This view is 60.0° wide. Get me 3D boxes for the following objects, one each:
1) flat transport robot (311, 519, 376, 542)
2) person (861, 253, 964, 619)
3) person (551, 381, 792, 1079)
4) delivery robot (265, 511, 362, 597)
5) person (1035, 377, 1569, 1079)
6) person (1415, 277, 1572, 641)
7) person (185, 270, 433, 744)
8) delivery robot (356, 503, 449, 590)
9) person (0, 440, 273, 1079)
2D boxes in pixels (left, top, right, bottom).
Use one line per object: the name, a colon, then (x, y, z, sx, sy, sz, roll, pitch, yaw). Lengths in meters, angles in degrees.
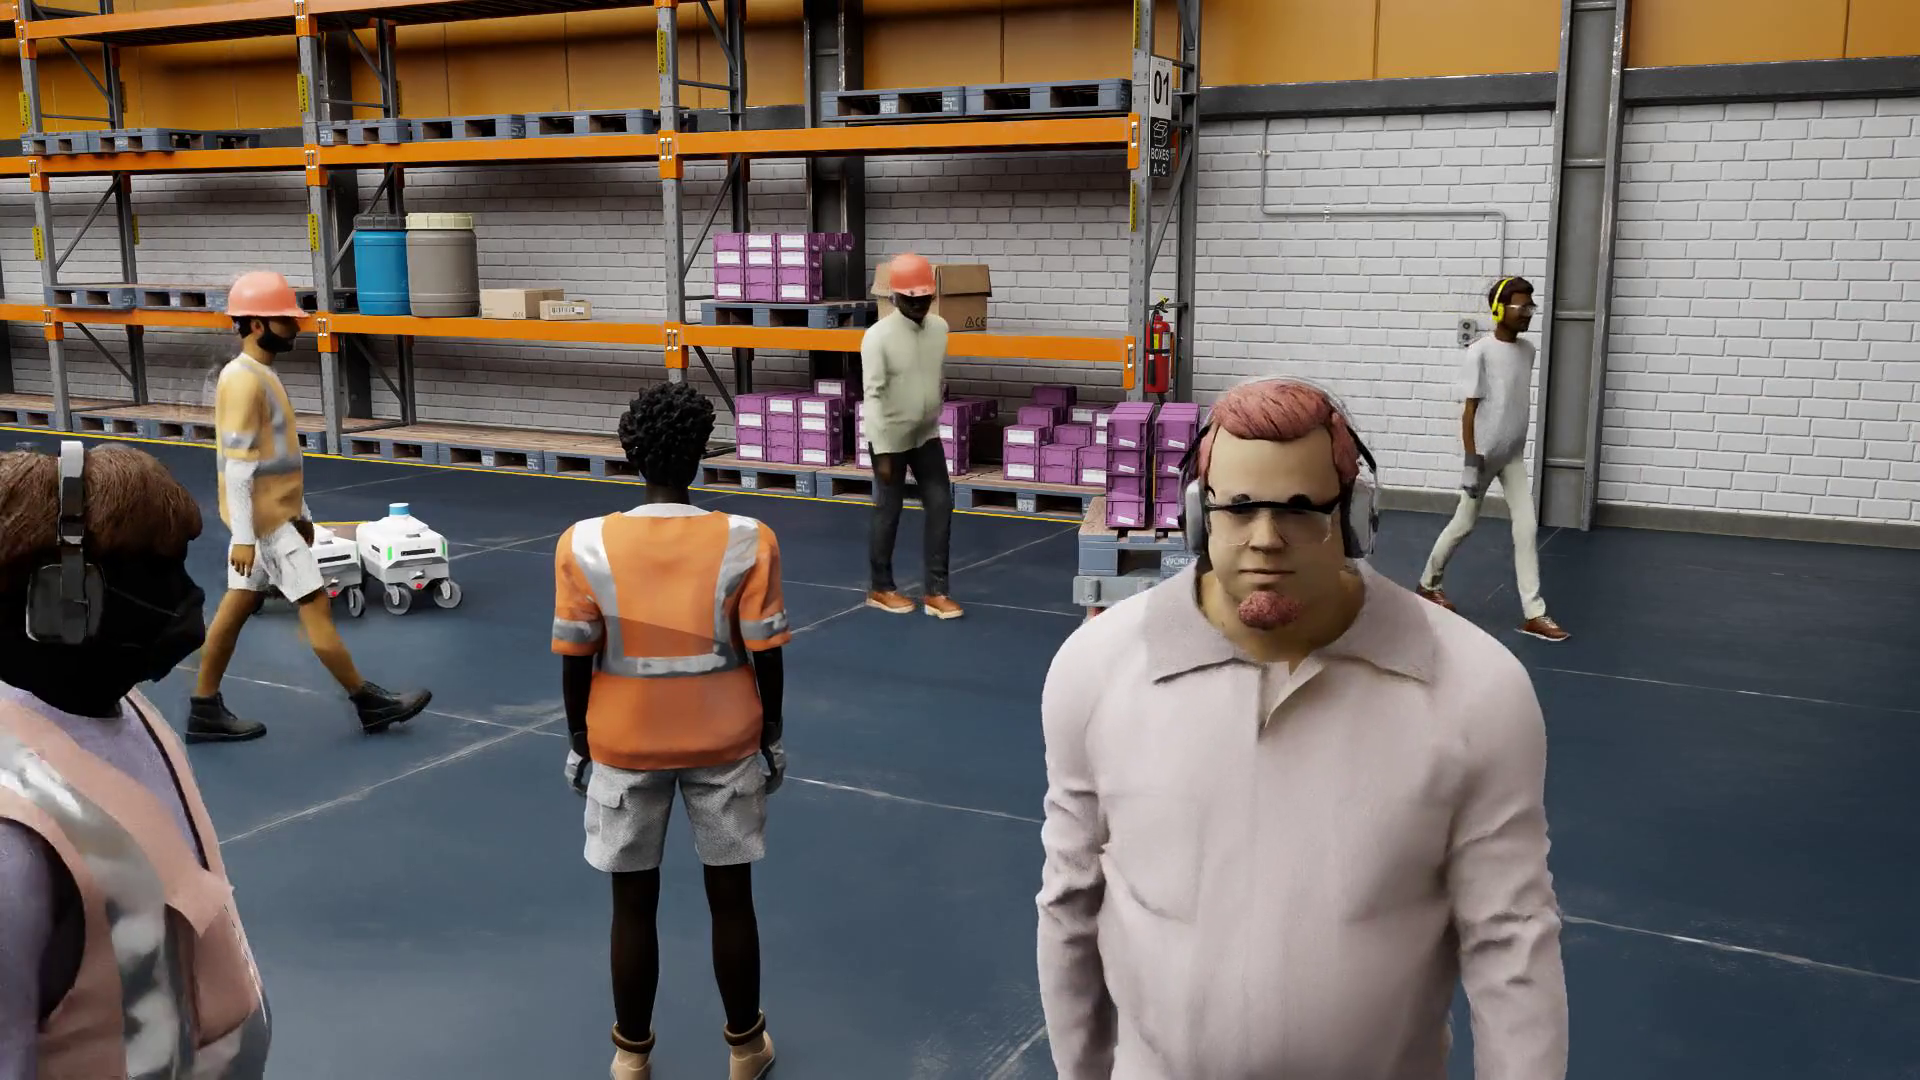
flat transport robot: (-3.860, 0.072, 10.033, 0.652, 0.197, 1.431, -2, 11, -11)
person: (-0.275, -0.524, 8.738, 0.644, 1.930, 0.782, -9, 14, -40)
person: (-0.661, 0.481, 3.881, 0.542, 1.695, 0.316, -1, 10, -8)
delivery robot: (-3.523, 0.085, 8.924, 0.707, 0.478, 0.477, 9, 14, 42)
person: (0.411, 0.722, 2.122, 0.659, 1.854, 0.998, 2, 11, 11)
person: (2.757, -0.440, 8.595, 0.533, 1.831, 0.990, -6, 12, -28)
person: (-2.686, -0.118, 6.639, 0.975, 1.882, 0.565, -3, 11, -17)
delivery robot: (-3.078, 0.041, 9.164, 0.477, 0.478, 0.707, -7, 12, -32)
person: (-1.131, 0.785, 1.931, 0.867, 1.814, 0.644, -3, 11, -17)
